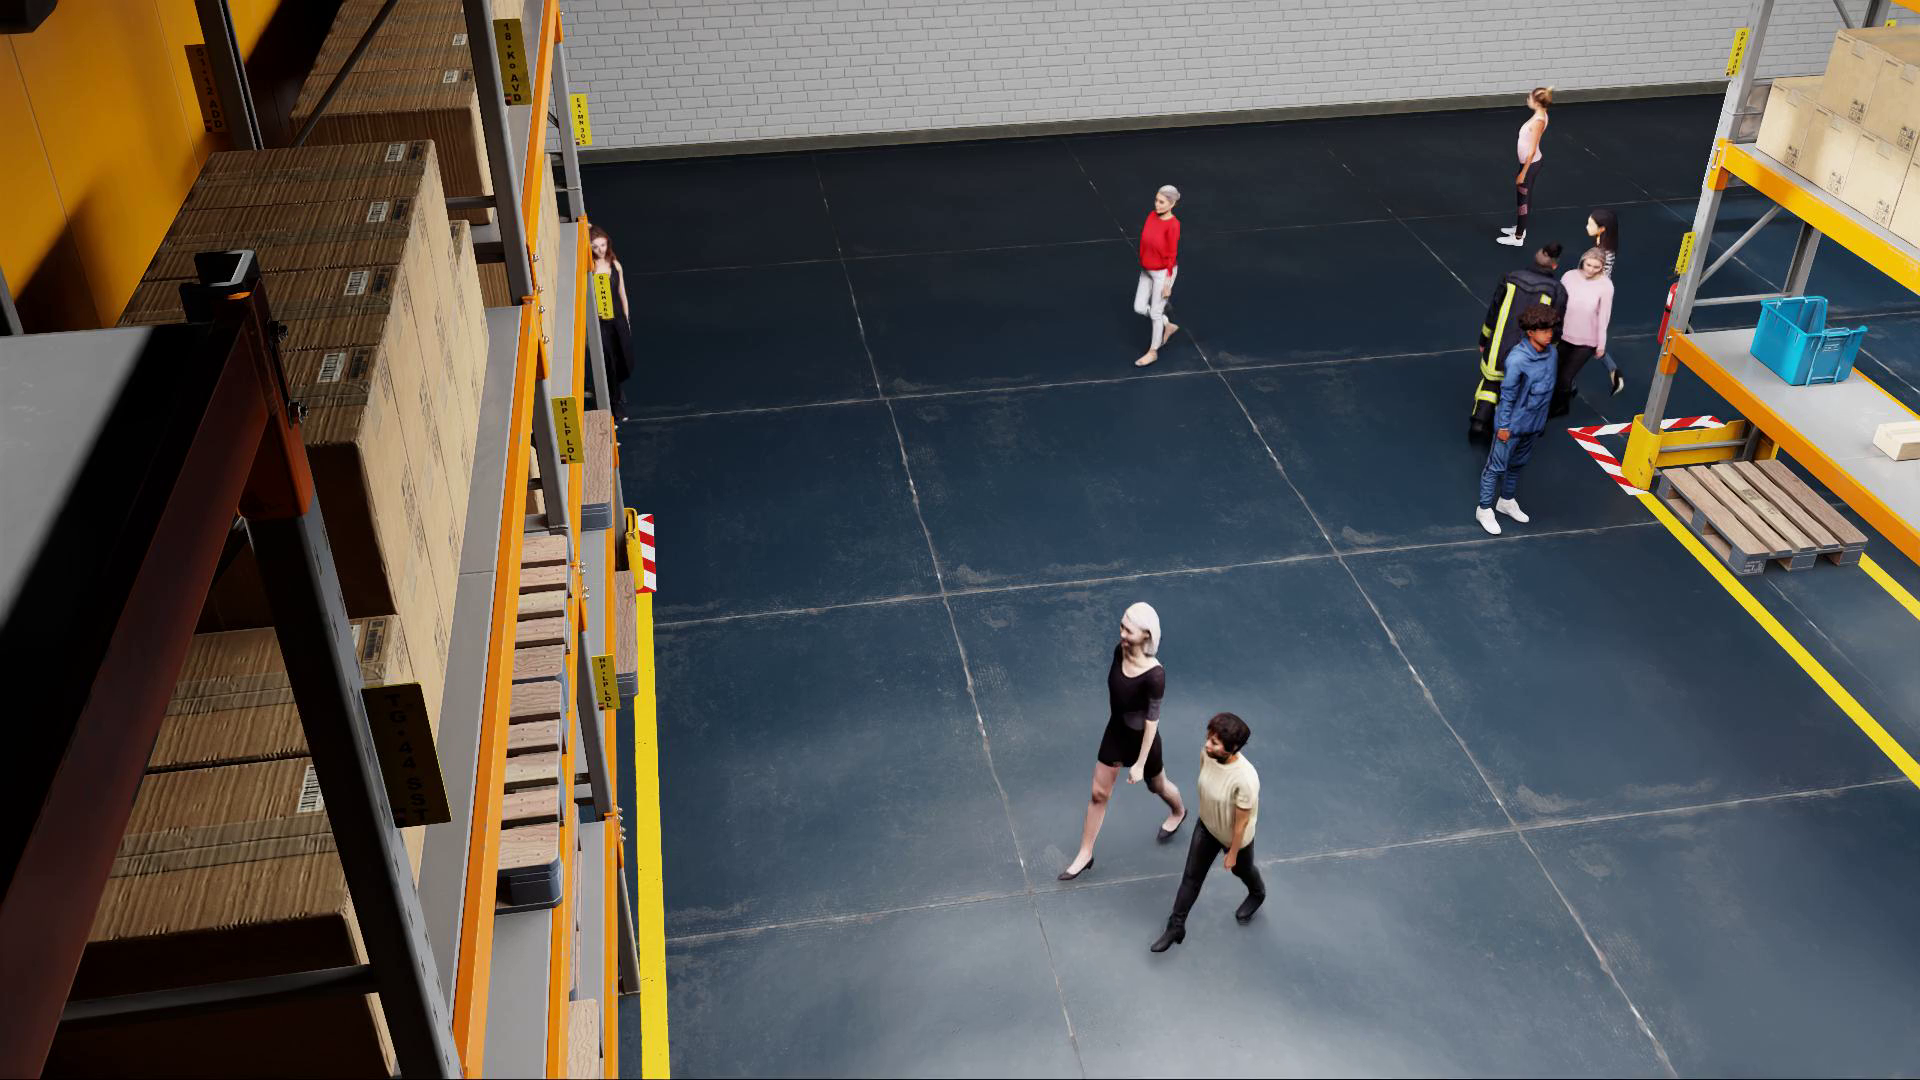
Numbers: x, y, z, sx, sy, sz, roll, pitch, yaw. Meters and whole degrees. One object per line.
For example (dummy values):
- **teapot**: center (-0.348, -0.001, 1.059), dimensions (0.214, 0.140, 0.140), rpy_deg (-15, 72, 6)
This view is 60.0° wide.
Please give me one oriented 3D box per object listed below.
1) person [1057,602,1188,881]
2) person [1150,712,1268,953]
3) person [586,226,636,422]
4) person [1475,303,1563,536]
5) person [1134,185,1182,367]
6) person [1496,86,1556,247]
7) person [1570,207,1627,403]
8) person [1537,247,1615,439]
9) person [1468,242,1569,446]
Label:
- **person**: center (1.058, 1.118, 9.358), dimensions (1.022, 1.786, 1.170), rpy_deg (-22, 39, -29)
- **person**: center (1.479, 1.545, 8.938), dimensions (0.943, 1.539, 1.046), rpy_deg (-20, 38, -27)
- **person**: center (-2.986, -1.816, 13.823), dimensions (0.749, 1.729, 0.835), rpy_deg (-24, 41, -32)
- **person**: center (4.180, -0.927, 12.412), dimensions (0.749, 1.811, 0.711), rpy_deg (-19, 38, -26)
- **person**: center (1.810, -2.349, 14.667), dimensions (0.785, 1.683, 0.771), rpy_deg (-20, 39, -28)
- **person**: center (5.795, -3.818, 16.892), dimensions (0.710, 1.666, 0.625), rpy_deg (15, 36, 21)
- **person**: center (5.361, -1.911, 13.926), dimensions (0.963, 1.775, 0.916), rpy_deg (17, 37, 24)
- **person**: center (5.099, -1.671, 13.682), dimensions (1.024, 1.645, 0.987), rpy_deg (-28, 43, -35)
- **person**: center (4.438, -1.532, 13.297), dimensions (0.947, 1.839, 0.990), rpy_deg (12, 36, 18)
